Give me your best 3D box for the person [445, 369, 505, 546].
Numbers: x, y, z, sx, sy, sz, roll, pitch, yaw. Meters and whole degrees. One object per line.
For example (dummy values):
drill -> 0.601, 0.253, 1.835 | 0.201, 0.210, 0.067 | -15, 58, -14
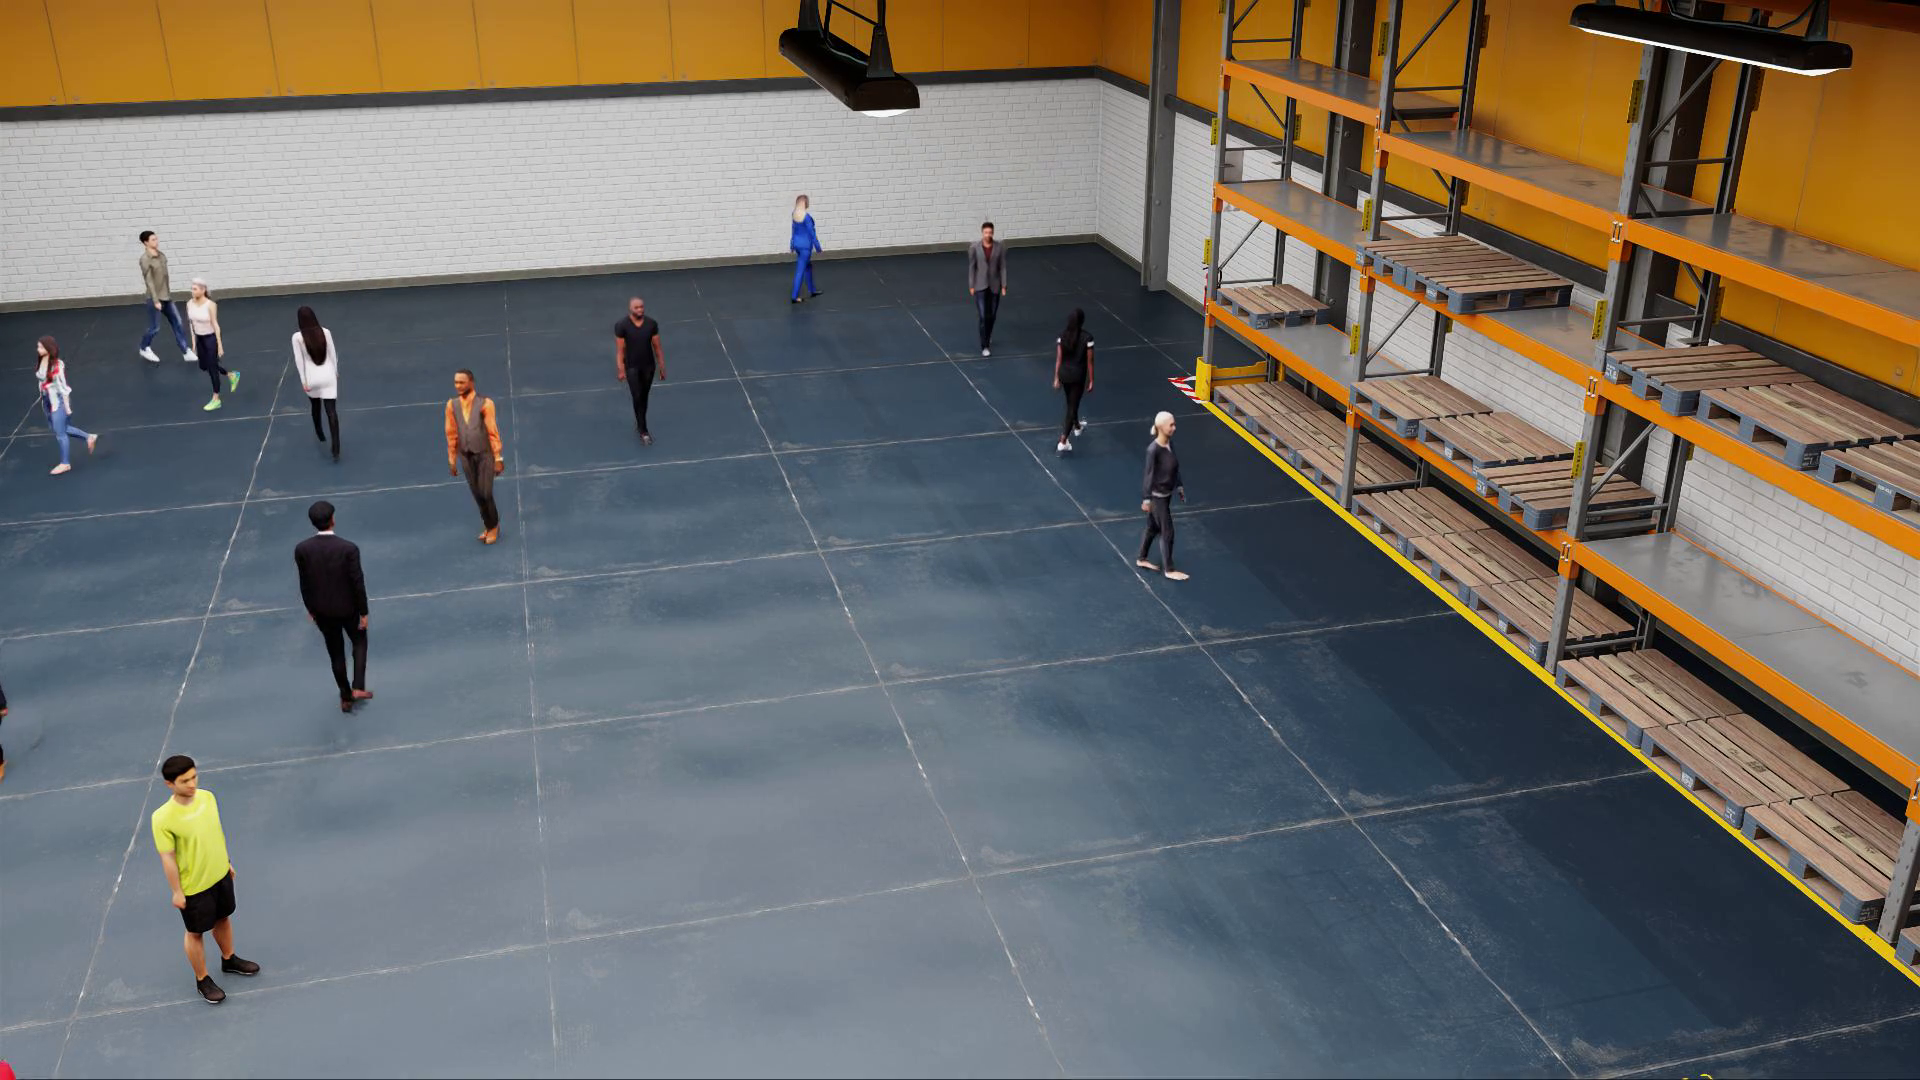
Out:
person -> -4.967, -0.900, 17.287 | 0.846, 1.893, 0.874 | 5, 24, 11

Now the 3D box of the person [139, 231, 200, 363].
person -> -11.111, -3.323, 22.894 | 1.099, 1.843, 1.227 | 4, 24, 10

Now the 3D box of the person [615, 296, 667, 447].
person -> -3.900, -2.079, 20.116 | 0.829, 1.788, 1.109 | -11, 26, -24

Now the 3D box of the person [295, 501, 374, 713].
person -> -5.237, 0.601, 13.887 | 0.731, 1.867, 0.673 | -3, 24, -7

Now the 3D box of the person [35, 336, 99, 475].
person -> -10.384, -1.599, 19.253 | 0.936, 1.600, 0.981 | 14, 27, 29

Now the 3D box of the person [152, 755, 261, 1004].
person -> -4.855, 2.123, 10.603 | 0.761, 1.709, 0.672 | 9, 25, 20

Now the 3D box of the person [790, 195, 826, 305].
person -> -2.509, -4.470, 25.729 | 0.939, 1.674, 0.989 | -19, 30, -36

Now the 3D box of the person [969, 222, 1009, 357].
person -> 0.384, -3.567, 23.465 | 0.795, 1.832, 1.222 | -3, 24, -7

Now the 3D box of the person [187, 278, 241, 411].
person -> -9.568, -2.547, 21.308 | 0.934, 1.691, 1.038 | 9, 25, 20

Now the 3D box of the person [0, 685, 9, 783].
person -> -7.712, 1.282, 13.144 | 0.578, 1.215, 0.662 | -1, 24, -2

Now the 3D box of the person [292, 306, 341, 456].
person -> -7.522, -1.833, 19.594 | 0.755, 1.756, 1.242 | -11, 26, -23

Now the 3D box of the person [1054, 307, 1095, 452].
person -> 1.323, -1.875, 19.784 | 1.143, 1.681, 1.237 | 12, 26, 25

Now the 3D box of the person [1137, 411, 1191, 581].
person -> 1.912, -0.479, 16.560 | 0.958, 1.705, 0.909 | 11, 26, 24
